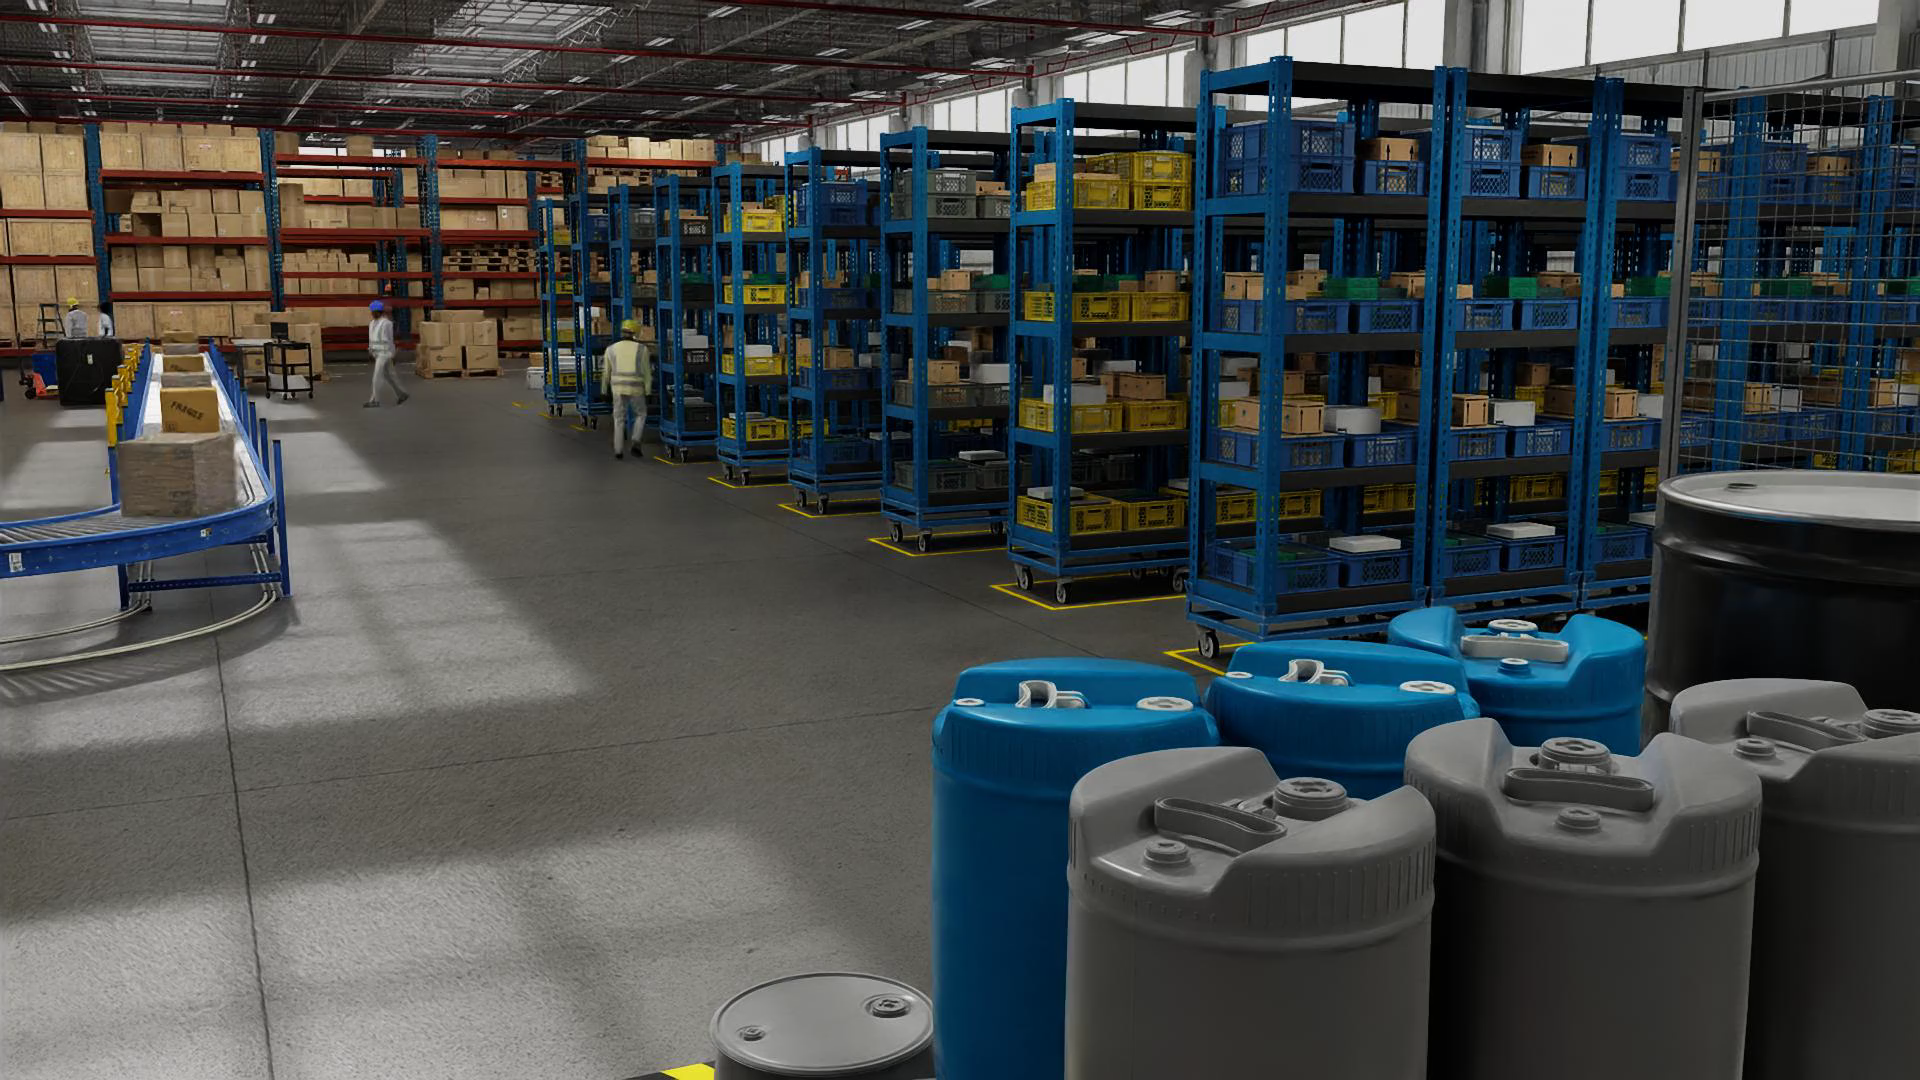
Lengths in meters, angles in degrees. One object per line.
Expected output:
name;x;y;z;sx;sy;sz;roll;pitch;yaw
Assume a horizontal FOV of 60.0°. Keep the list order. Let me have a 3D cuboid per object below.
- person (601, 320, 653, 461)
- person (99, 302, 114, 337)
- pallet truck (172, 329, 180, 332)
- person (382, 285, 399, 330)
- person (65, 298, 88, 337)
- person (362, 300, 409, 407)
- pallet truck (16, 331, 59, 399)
person;-4.284;-1.916;21.354;0.706;1.795;0.578;0;9;0
person;-20.727;-4.953;40.542;0.498;1.681;0.537;-7;11;-35
pallet truck;-17.275;-3.851;35.096;1.601;1.201;0.680;0;9;1
person;-18.999;-7.519;55.484;0.617;1.990;0.393;0;9;3
person;-20.252;-4.635;38.136;0.404;1.826;0.591;3;10;16
person;-10.342;-3.347;29.881;0.634;1.915;0.936;8;12;40
pallet truck;-17.082;-3.353;31.781;1.630;1.274;0.653;-4;10;-25
